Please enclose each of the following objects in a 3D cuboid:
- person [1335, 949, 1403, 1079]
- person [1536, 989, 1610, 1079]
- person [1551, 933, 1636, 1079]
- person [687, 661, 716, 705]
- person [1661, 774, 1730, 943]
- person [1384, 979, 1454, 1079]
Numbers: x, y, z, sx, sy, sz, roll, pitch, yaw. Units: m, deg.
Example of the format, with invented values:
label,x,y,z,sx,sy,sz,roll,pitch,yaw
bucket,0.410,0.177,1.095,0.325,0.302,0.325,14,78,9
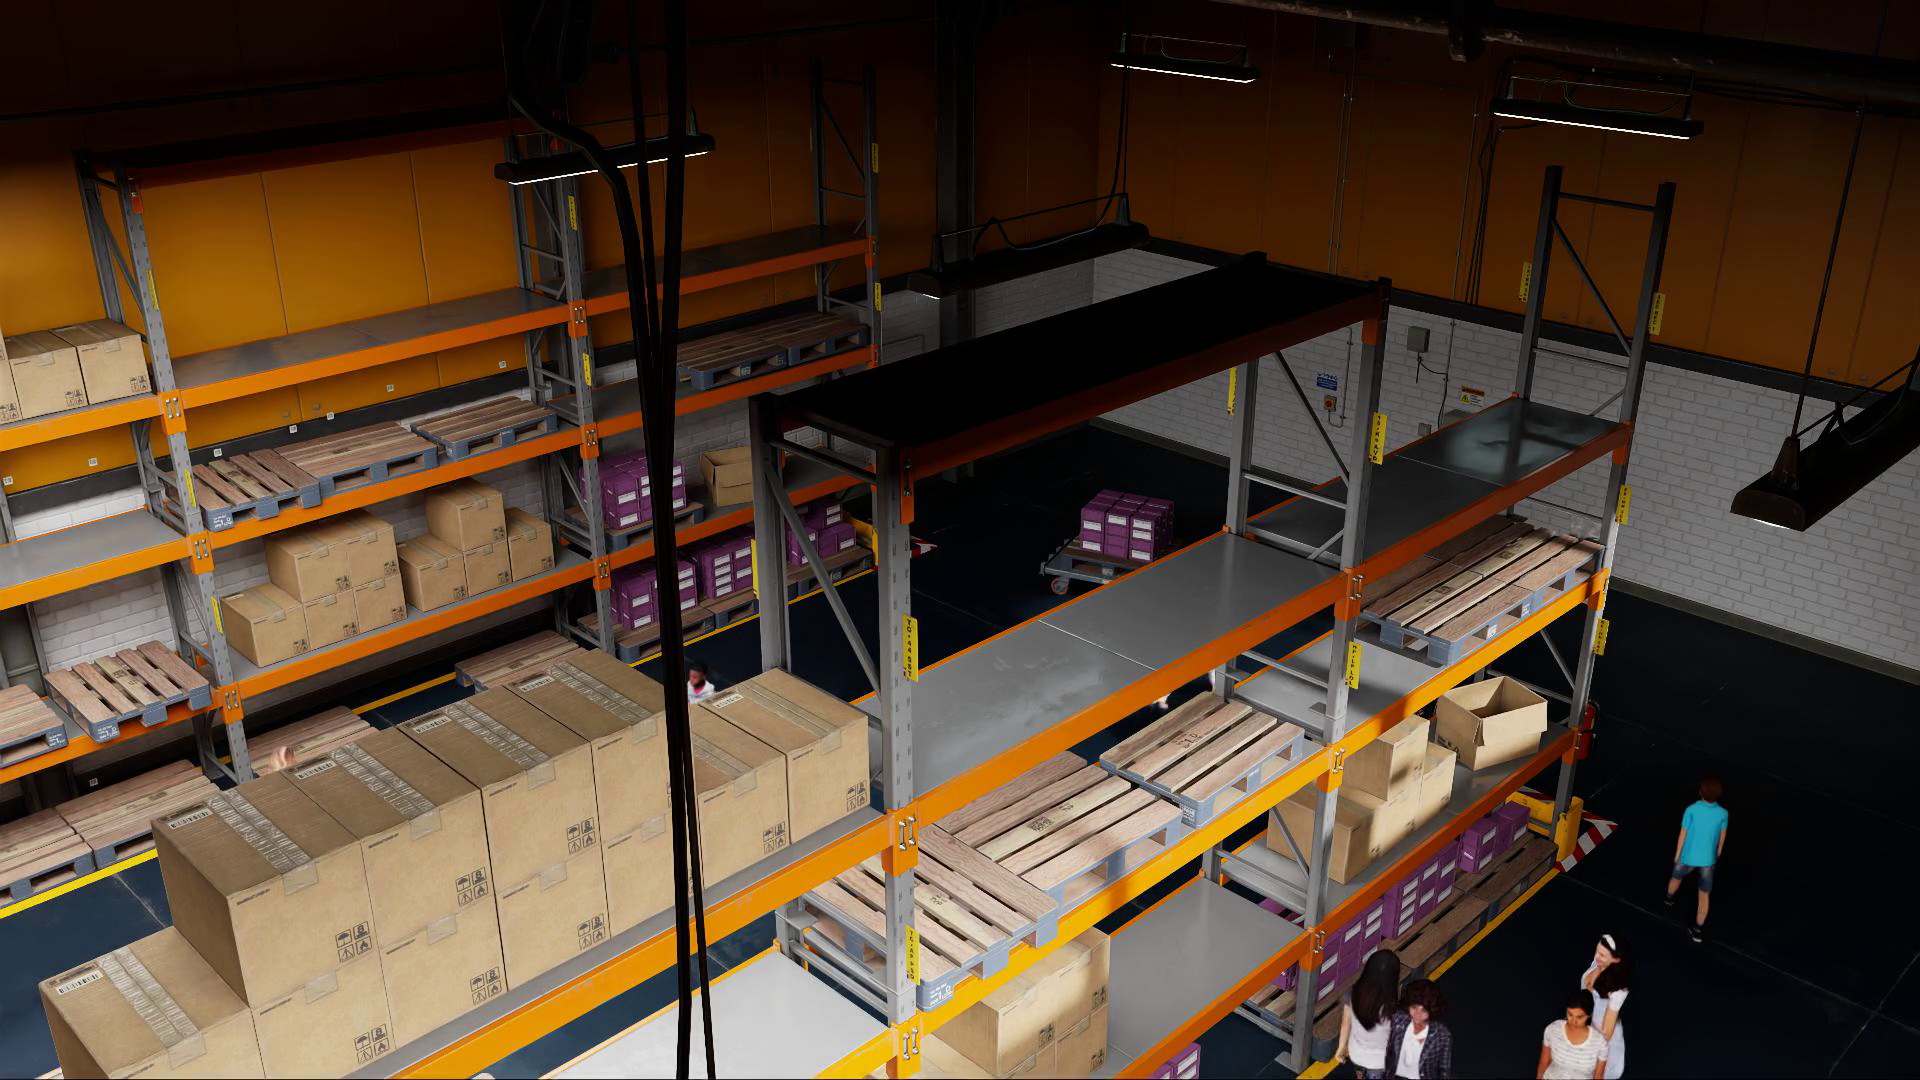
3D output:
label,x,y,z,sx,sy,sz,roll,pitch,yaw
person,2.722,3.540,11.202,0.619,1.659,1.082,20,31,38
person,4.037,3.638,11.011,0.711,1.633,0.893,12,27,26
person,4.365,3.412,11.314,1.016,1.806,0.957,0,24,0
person,-2.433,1.704,15.927,0.613,1.239,0.899,14,27,29
person,6.069,2.618,13.621,0.896,1.411,1.028,4,24,8
person,3.025,3.599,11.044,0.716,1.679,0.997,16,28,33
